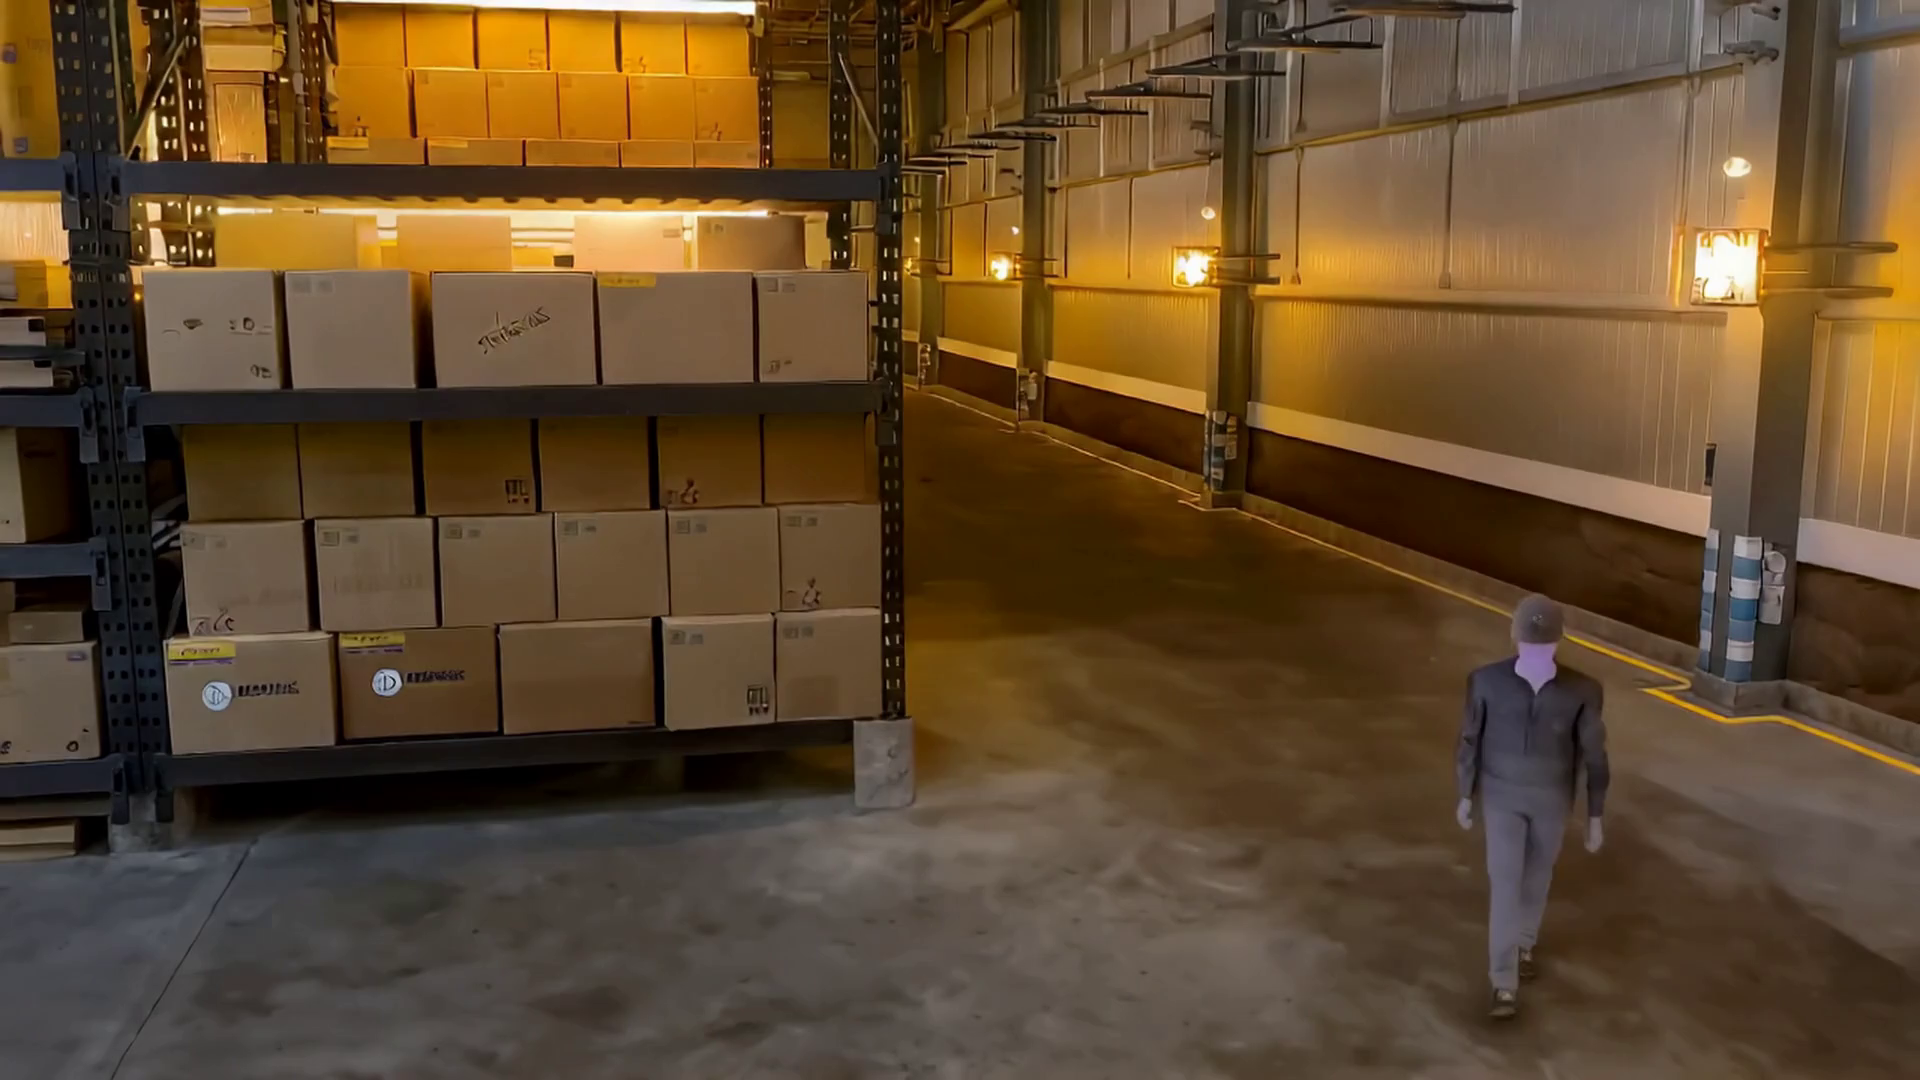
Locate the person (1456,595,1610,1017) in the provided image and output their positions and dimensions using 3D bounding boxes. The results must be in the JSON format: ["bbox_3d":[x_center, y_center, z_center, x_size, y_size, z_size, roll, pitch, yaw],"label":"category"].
[{"bbox_3d":[2.359,1.066,6.864,0.588,1.698,0.887,2,10,14],"label":"person"}]
